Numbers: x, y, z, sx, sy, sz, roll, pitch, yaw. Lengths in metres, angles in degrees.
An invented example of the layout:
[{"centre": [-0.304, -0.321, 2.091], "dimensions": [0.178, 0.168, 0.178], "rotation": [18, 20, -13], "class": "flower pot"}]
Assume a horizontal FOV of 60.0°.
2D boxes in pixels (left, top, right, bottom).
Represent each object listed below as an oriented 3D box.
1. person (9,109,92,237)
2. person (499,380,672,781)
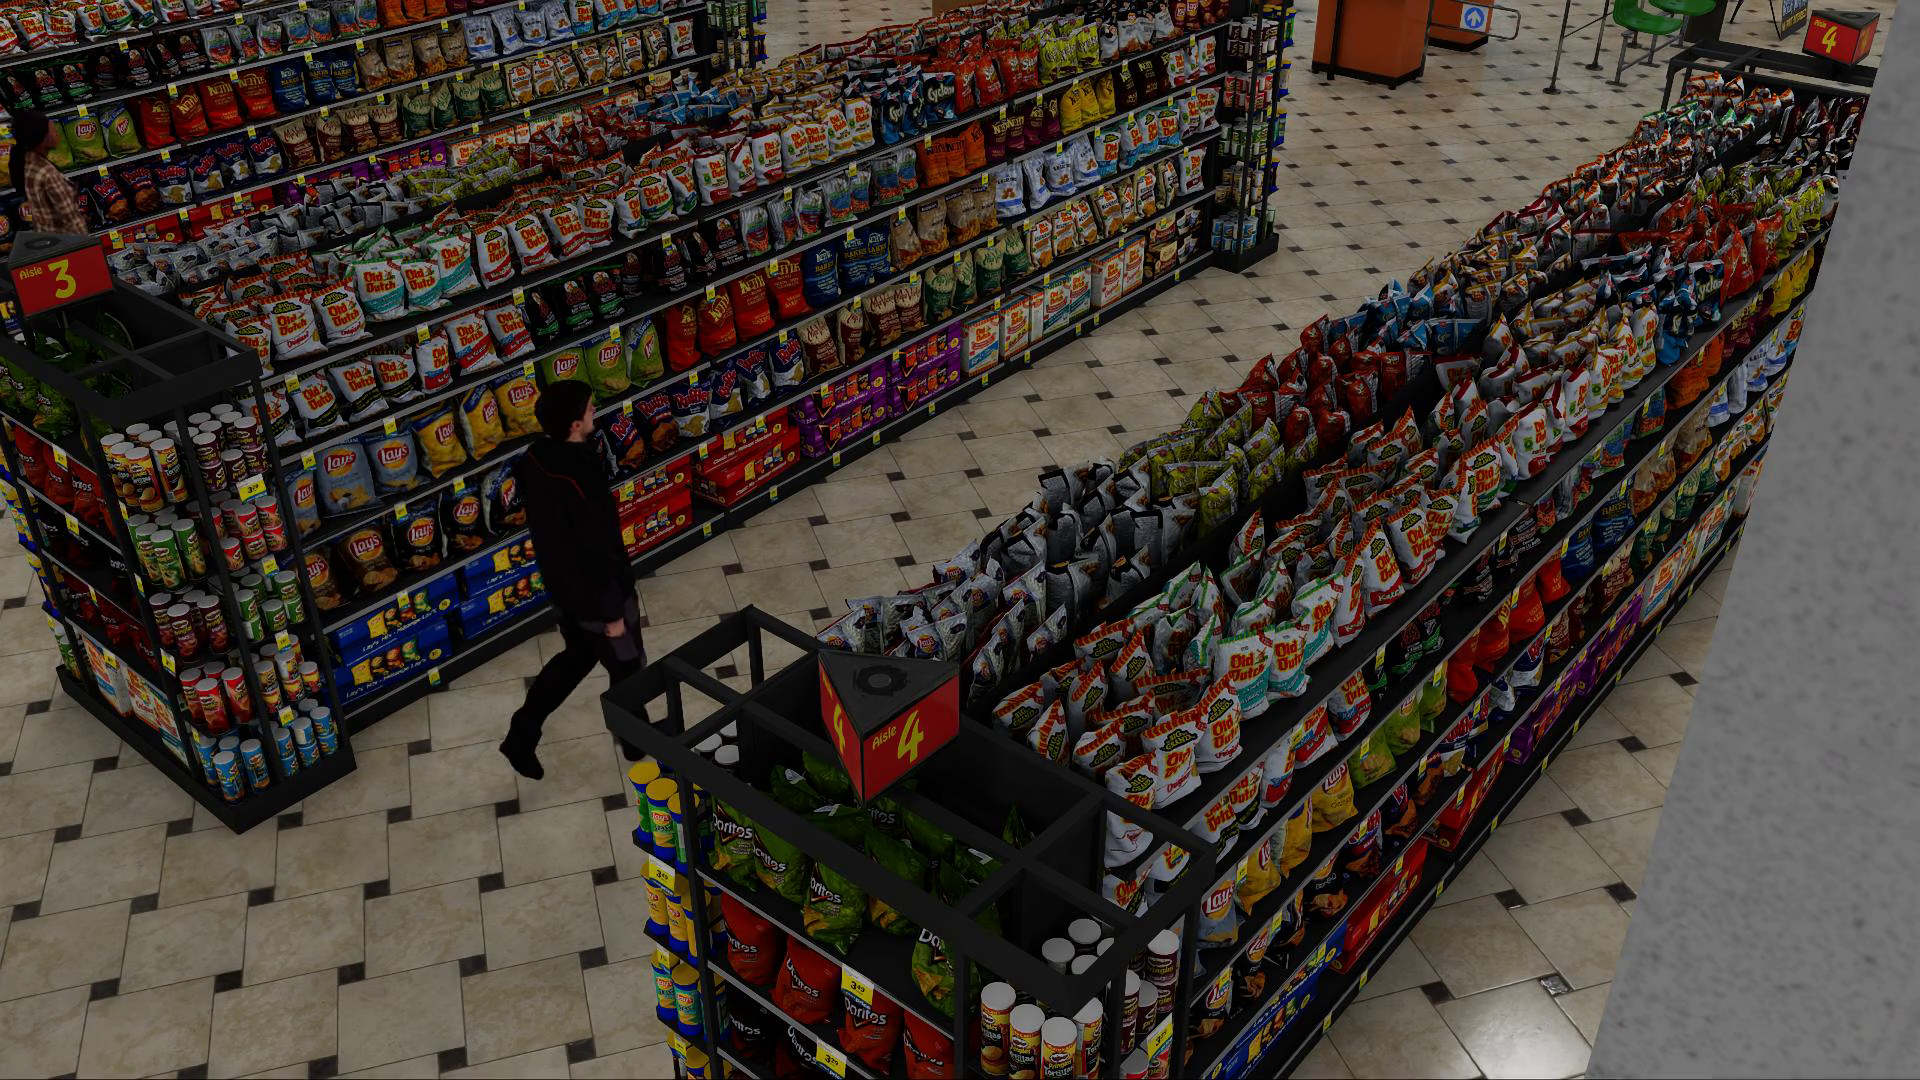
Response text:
[{"centre": [-5.239, -1.557, 9.588], "dimensions": [1.047, 1.751, 0.690], "rotation": [-25, 40, -34], "class": "person"}, {"centre": [-1.568, 0.218, 6.668], "dimensions": [1.044, 1.822, 0.774], "rotation": [-26, 41, -36], "class": "person"}]
